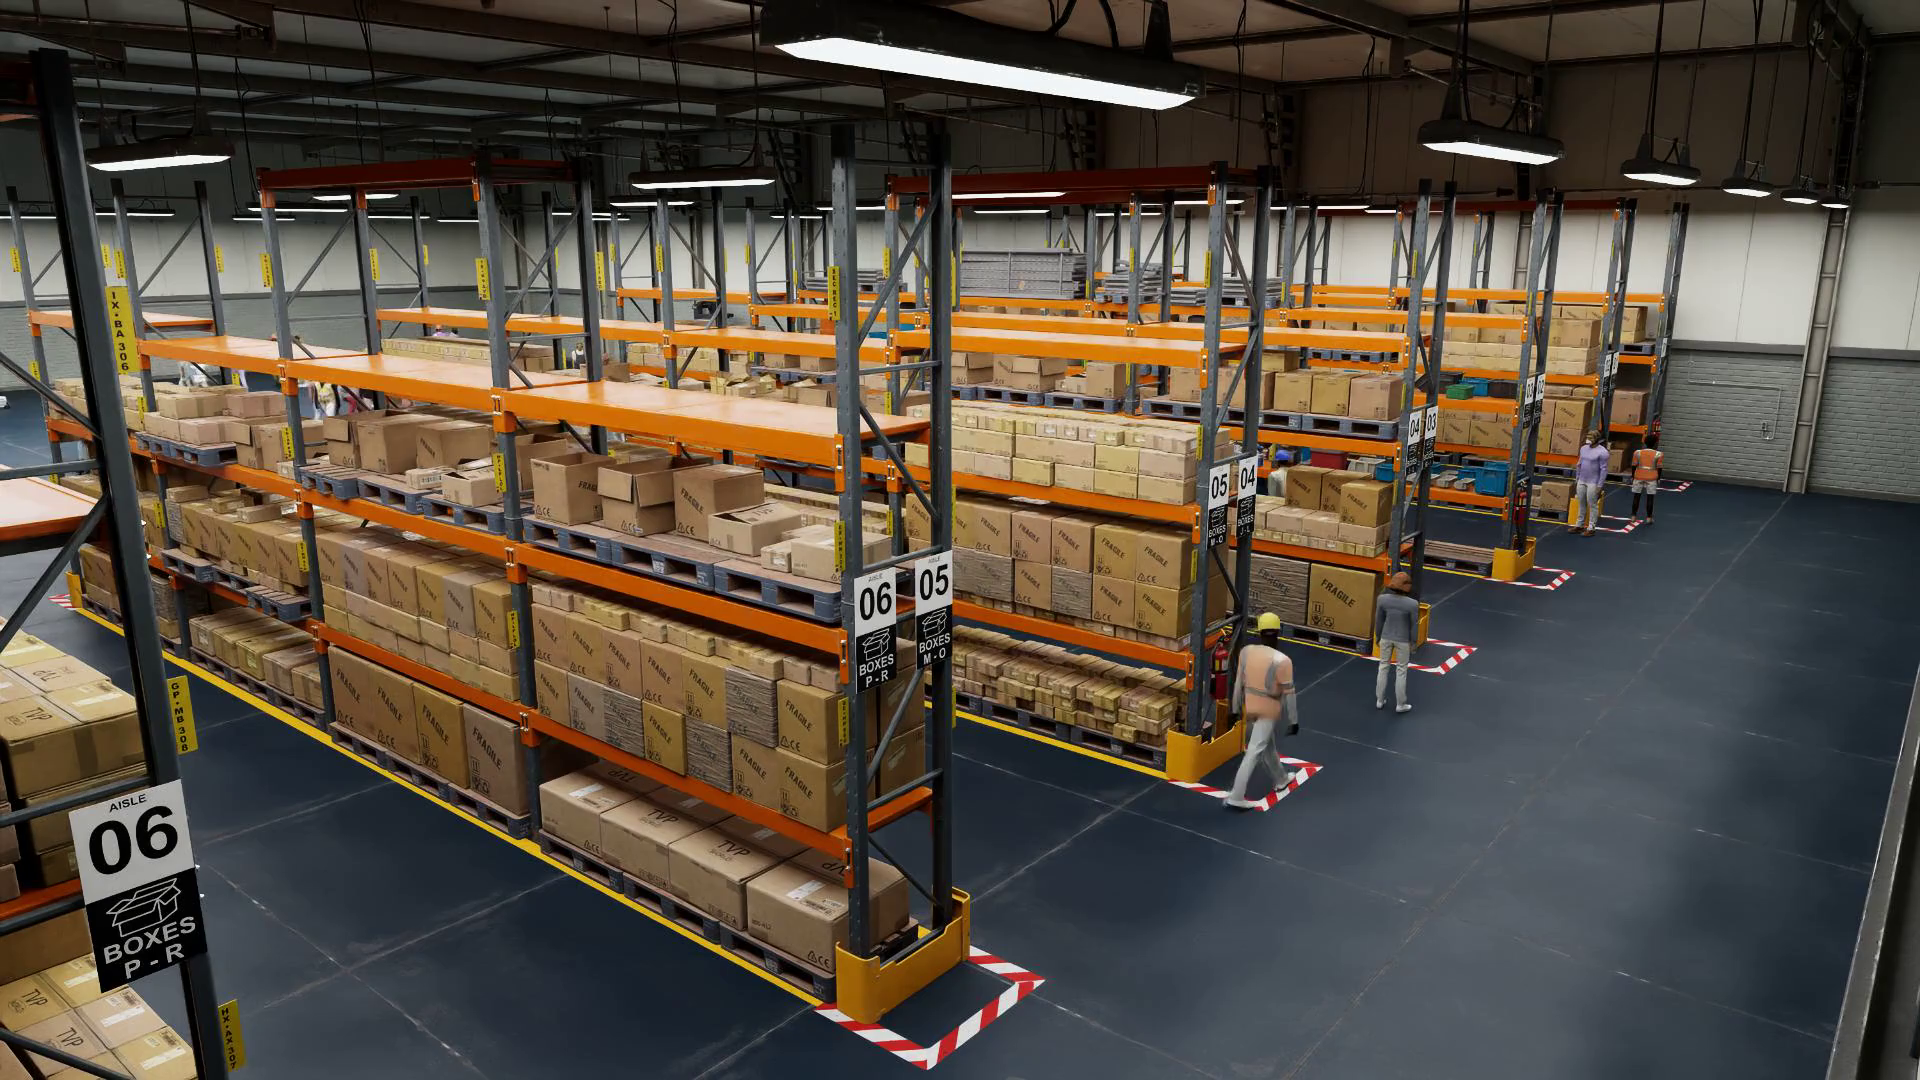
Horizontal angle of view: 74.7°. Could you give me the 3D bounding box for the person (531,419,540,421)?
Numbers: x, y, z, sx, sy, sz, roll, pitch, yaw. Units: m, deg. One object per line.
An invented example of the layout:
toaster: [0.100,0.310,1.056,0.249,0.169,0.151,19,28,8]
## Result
person: [-8.740,-1.844,26.106,0.941,1.986,0.647,10,17,36]

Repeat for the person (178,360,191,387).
person: [-24.976,-5.227,40.331,0.872,1.830,0.563,-3,14,-13]

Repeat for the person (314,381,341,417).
person: [-17.293,-3.763,34.403,0.635,1.785,0.983,2,14,6]

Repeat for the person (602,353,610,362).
person: [-11.467,-5.222,40.747,0.504,1.618,0.506,2,14,7]

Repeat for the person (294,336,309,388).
person: [-23.672,-6.359,44.960,0.536,1.832,0.844,5,15,21]

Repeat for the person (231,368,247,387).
person: [-24.927,-5.981,43.367,0.988,1.862,0.670,11,18,38]

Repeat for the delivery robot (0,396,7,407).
delivery robot: [-30.246,-4.392,39.435,0.707,0.478,0.477,6,15,22]

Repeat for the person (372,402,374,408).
person: [-18.313,-5.068,39.498,0.749,1.900,0.622,3,14,12]

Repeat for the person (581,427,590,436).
person: [-7.905,-1.966,26.744,0.618,1.904,0.684,-12,18,-41]

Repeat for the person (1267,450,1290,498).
person: [5.329,-0.572,21.024,0.644,1.891,0.984,-5,15,-20]

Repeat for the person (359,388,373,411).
person: [-16.244,-3.954,34.737,0.621,1.992,0.397,-10,17,-36]

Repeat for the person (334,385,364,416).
person: [-18.329,-4.549,37.433,0.954,1.889,0.579,-8,16,-30]

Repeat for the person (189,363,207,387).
person: [-24.255,-5.059,40.136,0.900,1.587,0.494,9,16,33]

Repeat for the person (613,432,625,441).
person: [-8.277,-2.873,30.704,0.634,1.801,0.935,-4,14,-15]

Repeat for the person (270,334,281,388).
person: [-24.408,-6.419,45.056,0.574,1.897,0.886,-5,15,-20]

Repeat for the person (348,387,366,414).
person: [-17.134,-4.087,35.878,0.948,1.722,0.556,2,14,9]

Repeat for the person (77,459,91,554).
person: [-14.848,-0.564,21.500,0.860,1.644,0.551,-6,15,-24]

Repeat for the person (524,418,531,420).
person: [-9.737,-2.457,28.647,0.953,1.949,0.637,9,16,31]

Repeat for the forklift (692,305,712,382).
forklift: [-9.511,-7.392,47.124,1.873,2.768,1.129,11,17,38]

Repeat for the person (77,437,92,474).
person: [-17.137,-1.424,24.911,0.489,1.724,0.699,4,14,16]

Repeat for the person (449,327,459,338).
person: [-20.002,-7.585,50.114,0.957,1.784,0.648,-1,14,-3]

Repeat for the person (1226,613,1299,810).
person: [2.921,1.624,12.092,1.037,1.851,0.610,-8,16,-30]

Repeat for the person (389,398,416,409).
person: [-14.054,-3.177,31.833,0.667,1.847,0.992,-12,18,-40]

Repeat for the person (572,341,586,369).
person: [-12.840,-5.797,42.631,0.507,1.846,0.336,-6,15,-24]

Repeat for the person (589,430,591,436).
person: [-7.446,-1.536,25.625,0.533,1.587,0.762,-3,14,-13]

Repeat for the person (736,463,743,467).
person: [-5.221,-2.228,28.465,0.529,1.603,0.773,11,18,39]

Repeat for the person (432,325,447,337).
person: [-20.383,-7.496,49.414,0.552,1.942,0.342,-10,17,-34]

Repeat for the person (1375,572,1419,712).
person: [5.004,1.160,14.451,0.497,1.633,0.279,11,18,39]

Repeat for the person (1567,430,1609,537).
person: [11.433,-1.042,22.875,0.356,1.938,0.638,-4,14,-17]

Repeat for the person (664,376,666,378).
person: [-9.530,-5.136,39.966,0.596,1.824,0.403,9,17,34]

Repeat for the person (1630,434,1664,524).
person: [12.986,-1.156,23.847,0.536,1.696,0.321,10,17,34]

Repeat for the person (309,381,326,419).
person: [-17.777,-3.871,34.964,0.534,1.738,0.848,-3,14,-13]
